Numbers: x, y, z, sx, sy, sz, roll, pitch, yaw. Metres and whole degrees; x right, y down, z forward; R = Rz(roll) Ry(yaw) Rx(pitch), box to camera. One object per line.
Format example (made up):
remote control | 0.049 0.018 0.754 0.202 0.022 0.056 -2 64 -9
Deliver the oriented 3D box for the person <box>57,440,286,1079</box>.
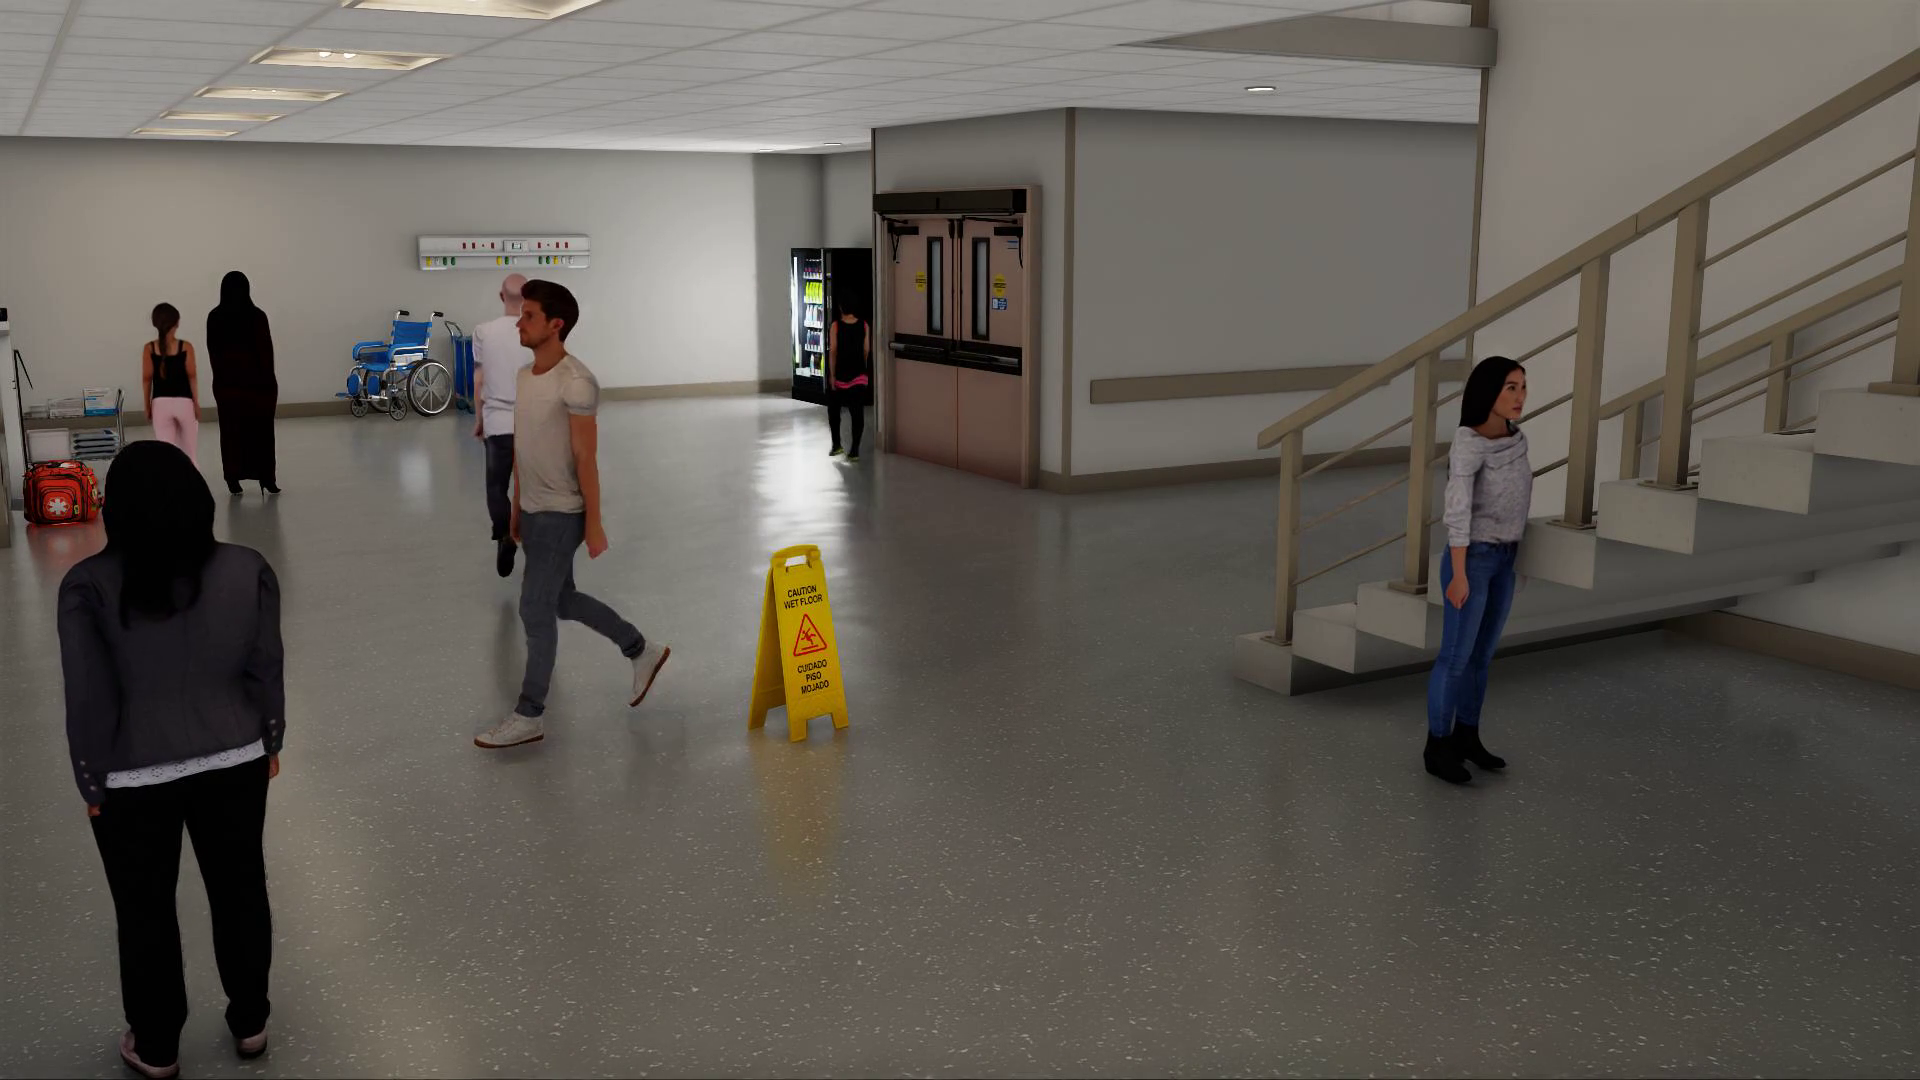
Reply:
person | -1.943 0.545 4.141 0.705 1.599 0.699 -9 14 -38

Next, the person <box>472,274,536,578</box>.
person | -2.612 -0.636 9.782 0.816 1.815 0.955 -2 11 -13

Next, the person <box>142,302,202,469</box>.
person | -5.676 -0.911 11.992 0.600 1.532 1.036 -5 12 -23

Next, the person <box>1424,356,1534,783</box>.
person | 1.984 0.103 6.379 0.644 1.631 0.574 -9 14 -40

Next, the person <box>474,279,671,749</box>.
person | -1.595 -0.112 6.869 0.844 1.873 1.142 -9 14 -39

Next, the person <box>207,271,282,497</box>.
person | -5.632 -1.232 13.077 0.764 1.757 0.787 1 11 3

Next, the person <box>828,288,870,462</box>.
person | -0.975 -1.470 14.915 0.599 1.540 0.640 -3 11 -15
